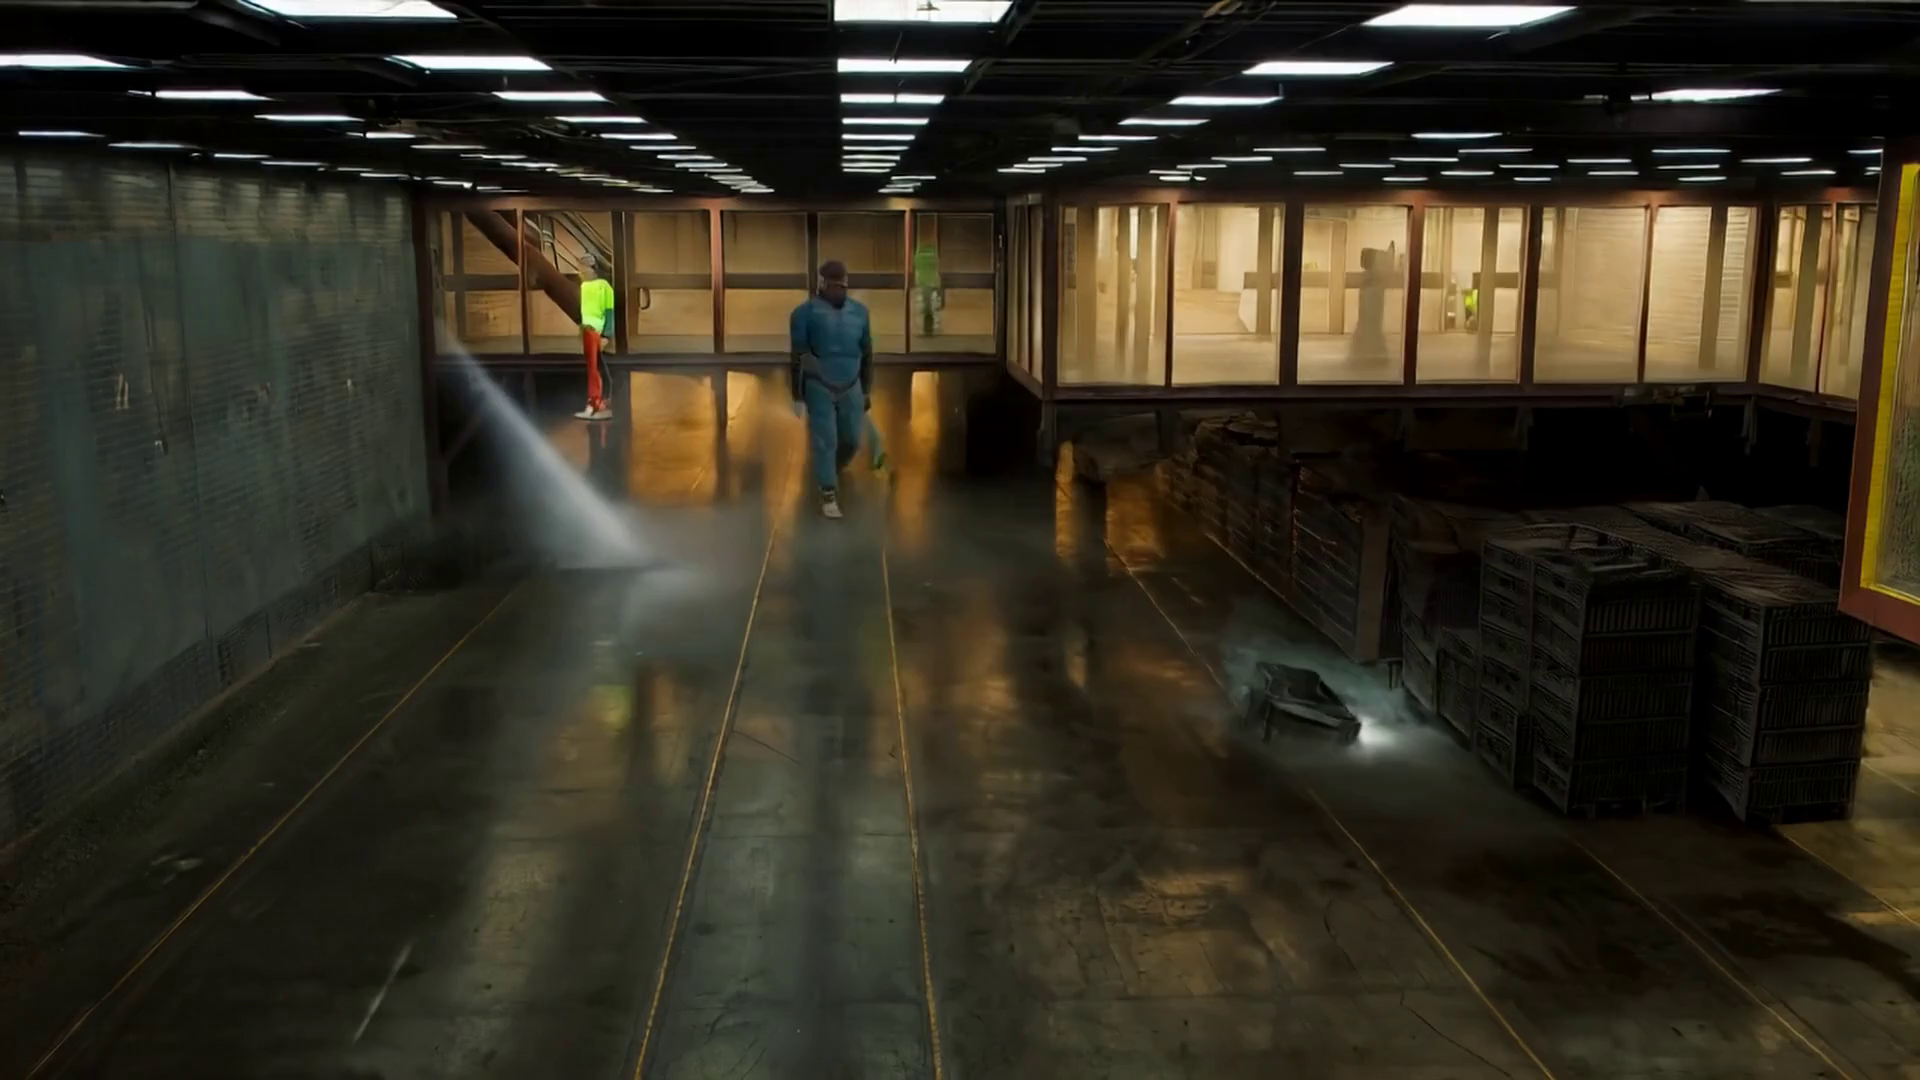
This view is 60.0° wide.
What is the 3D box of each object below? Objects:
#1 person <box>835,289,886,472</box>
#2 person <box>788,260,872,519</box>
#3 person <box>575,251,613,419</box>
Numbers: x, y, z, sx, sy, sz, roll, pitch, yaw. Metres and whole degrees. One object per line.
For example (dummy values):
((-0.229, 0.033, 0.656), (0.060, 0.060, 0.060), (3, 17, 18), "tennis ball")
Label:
((-0.924, -1.398, 14.571), (0.510, 1.600, 0.816), (-8, 13, -36), "person")
((-0.960, -1.115, 12.262), (0.663, 1.887, 0.536), (-6, 12, -27), "person")
((-4.105, -2.287, 18.617), (0.514, 1.876, 0.328), (9, 14, 39), "person")
